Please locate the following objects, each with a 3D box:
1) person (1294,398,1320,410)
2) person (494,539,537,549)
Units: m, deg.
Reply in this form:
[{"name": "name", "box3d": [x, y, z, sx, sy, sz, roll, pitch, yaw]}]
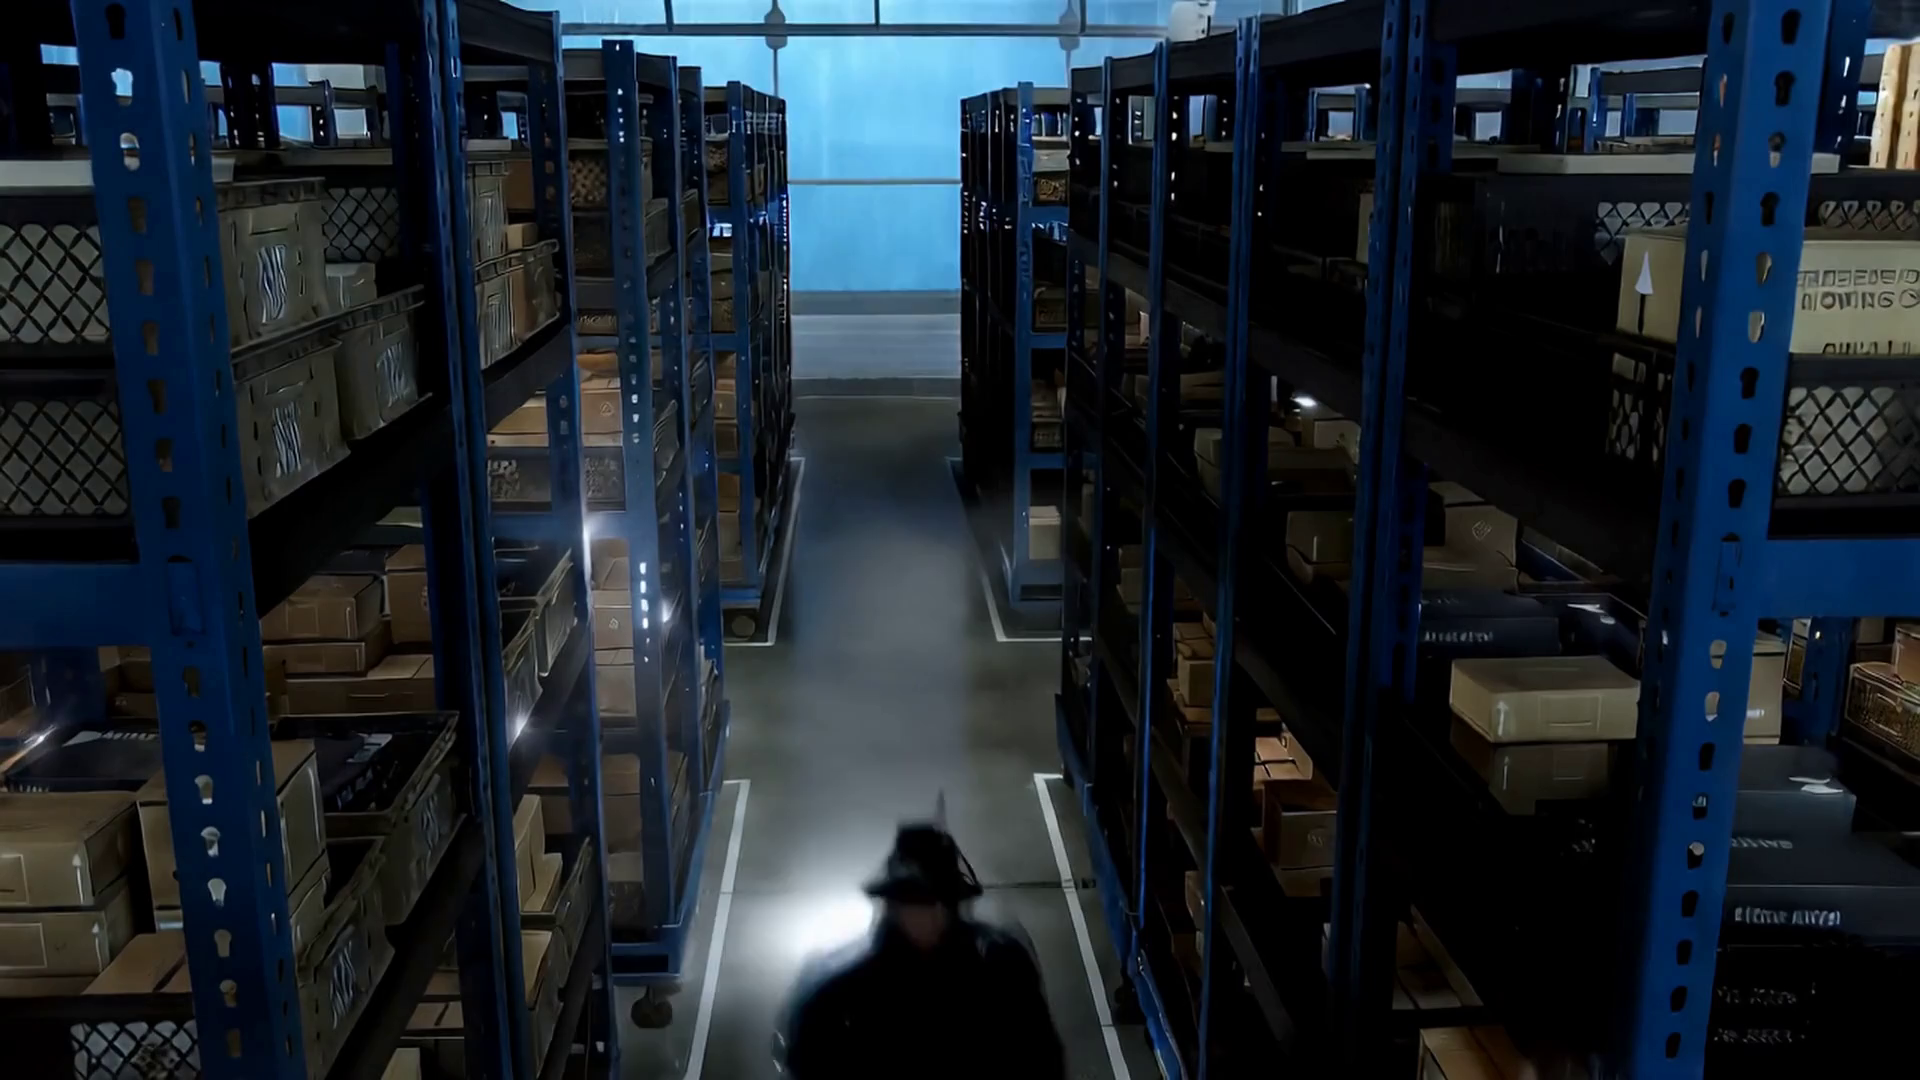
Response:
[{"name": "person", "box3d": [1.946, 0.085, 9.623, 0.591, 1.834, 0.404, -9, 17, -32]}, {"name": "person", "box3d": [-2.328, 0.270, 8.546, 0.377, 1.995, 0.612, 6, 15, 22]}]
